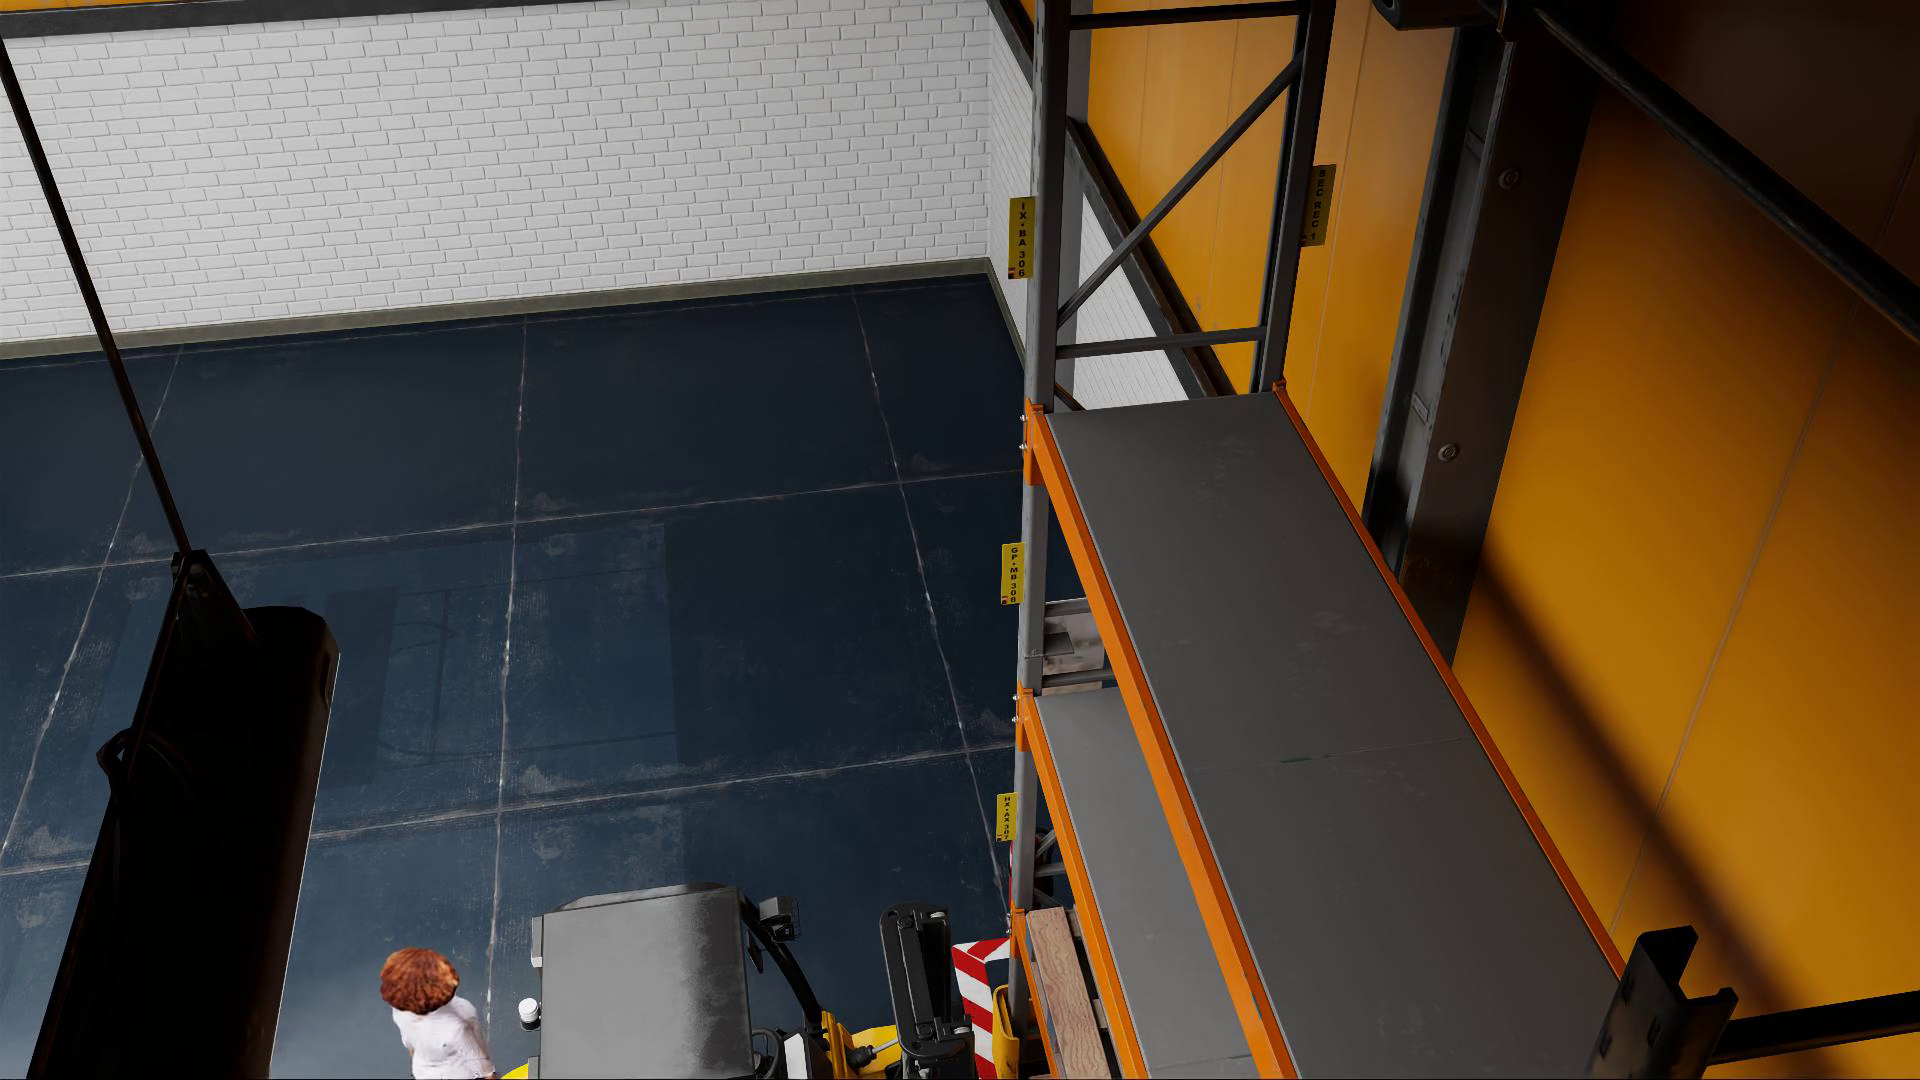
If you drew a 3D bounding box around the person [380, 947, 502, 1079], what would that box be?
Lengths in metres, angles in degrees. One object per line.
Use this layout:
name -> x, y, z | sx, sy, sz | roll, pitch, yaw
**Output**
person -> -2.529, 2.617, 8.002 | 0.743, 1.698, 0.812 | 26, 45, 29
